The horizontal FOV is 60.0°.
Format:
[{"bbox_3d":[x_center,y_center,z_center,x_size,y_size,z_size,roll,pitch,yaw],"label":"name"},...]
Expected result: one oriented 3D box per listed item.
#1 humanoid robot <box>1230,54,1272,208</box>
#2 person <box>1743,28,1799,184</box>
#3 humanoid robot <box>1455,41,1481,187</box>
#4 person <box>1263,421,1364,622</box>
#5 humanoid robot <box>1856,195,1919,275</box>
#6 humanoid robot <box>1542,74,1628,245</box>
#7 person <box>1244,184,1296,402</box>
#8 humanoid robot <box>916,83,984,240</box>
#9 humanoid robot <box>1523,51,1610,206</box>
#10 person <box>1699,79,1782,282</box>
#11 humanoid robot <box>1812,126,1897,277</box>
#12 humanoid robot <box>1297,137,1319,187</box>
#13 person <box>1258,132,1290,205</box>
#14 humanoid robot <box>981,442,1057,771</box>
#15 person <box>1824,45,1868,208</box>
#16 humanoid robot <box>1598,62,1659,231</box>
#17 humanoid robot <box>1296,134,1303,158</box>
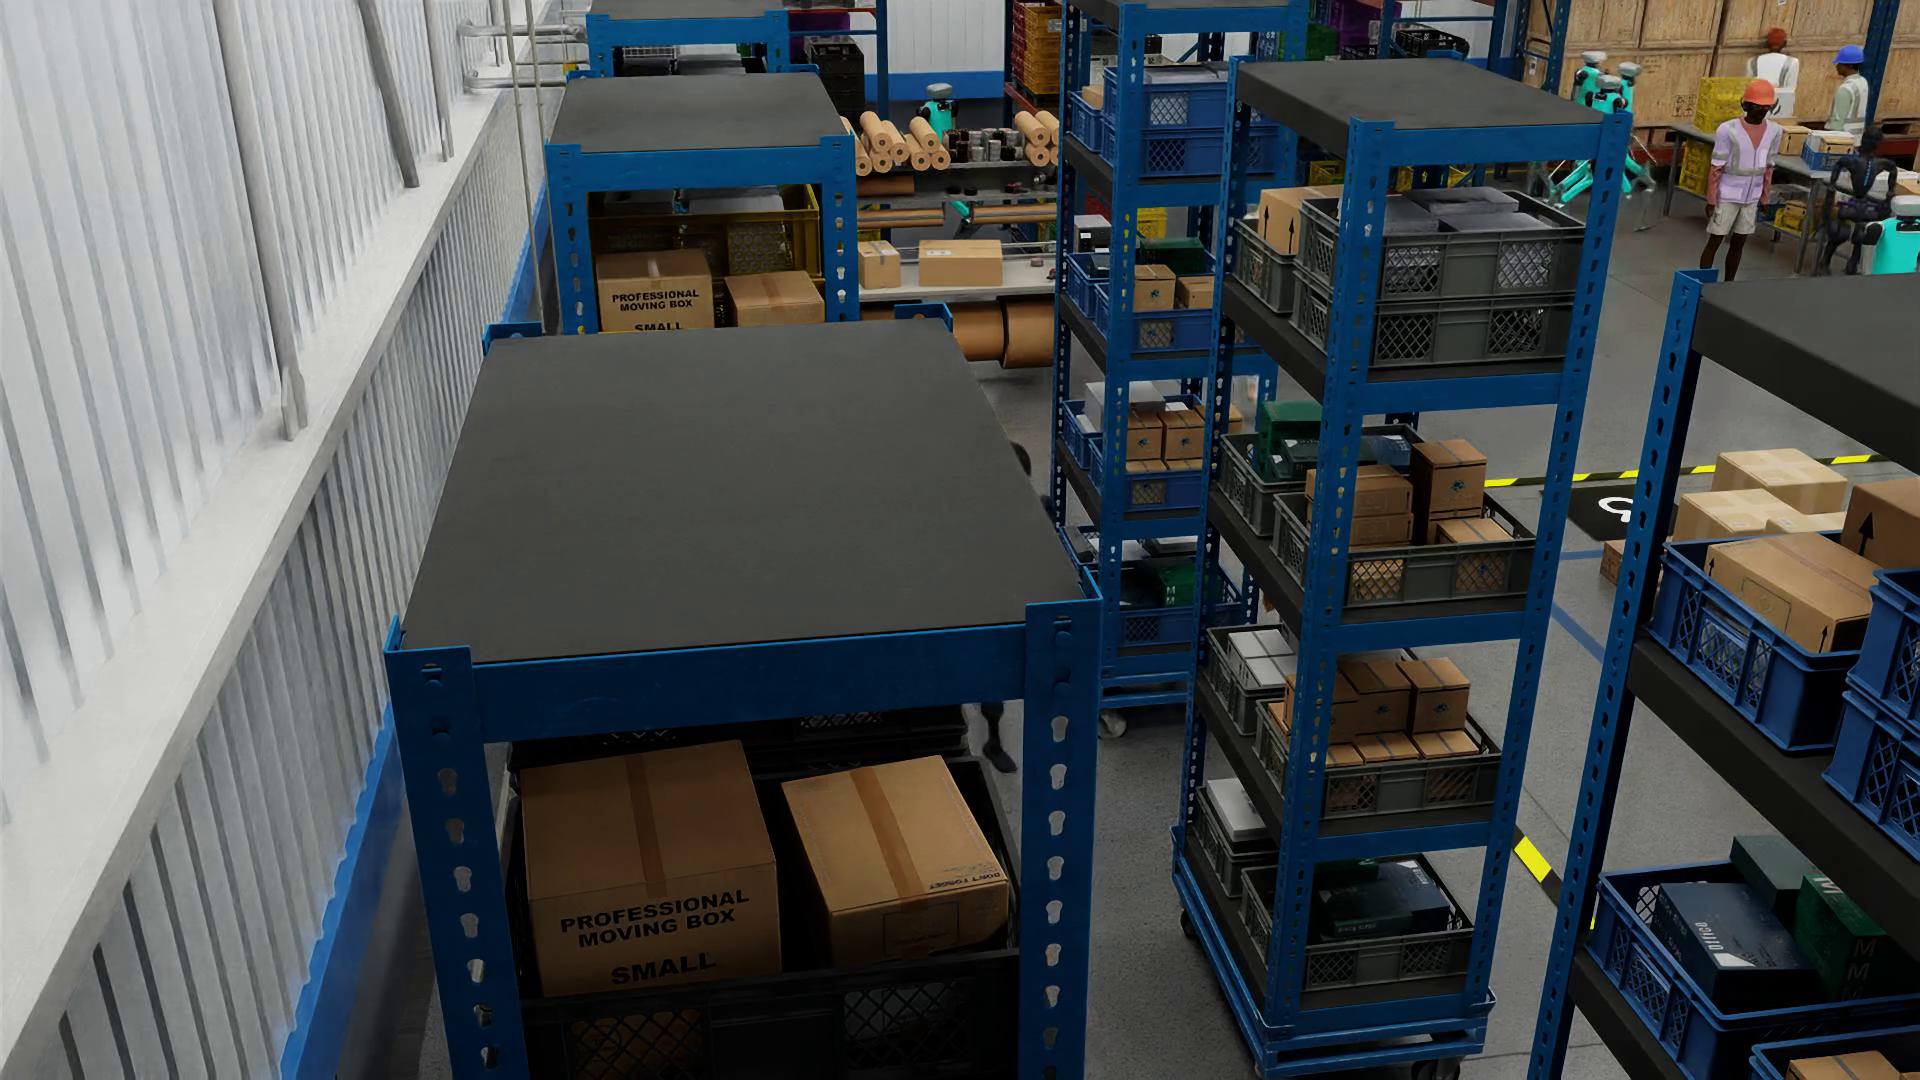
[{"bbox_3d":[3.055,-4.409,18.194,0.791,1.823,0.543,-3,25,-6],"label":"humanoid robot"},{"bbox_3d":[9.210,-4.877,18.977,0.596,1.873,0.451,19,31,36],"label":"person"},{"bbox_3d":[5.762,-4.955,19.363,0.599,1.659,0.315,9,26,19],"label":"humanoid robot"},{"bbox_3d":[1.742,0.202,7.965,0.598,1.850,0.393,-2,25,-3],"label":"person"},{"bbox_3d":[6.638,-1.543,11.735,0.533,1.676,0.735,0,25,0],"label":"humanoid robot"},{"bbox_3d":[6.148,-3.759,16.594,0.735,1.689,0.530,-8,26,-17],"label":"humanoid robot"},{"bbox_3d":[2.316,-1.784,12.381,0.687,1.765,0.996,-5,25,-12],"label":"person"},{"bbox_3d":[-0.023,-3.517,16.029,0.735,1.675,0.533,19,31,36],"label":"humanoid robot"},{"bbox_3d":[6.594,-4.512,18.378,0.588,1.792,0.857,-19,31,-35],"label":"humanoid robot"},{"bbox_3d":[6.960,-3.070,14.852,0.607,2.044,0.367,-3,25,-7],"label":"person"},{"bbox_3d":[7.929,-2.826,14.753,0.589,1.641,0.425,7,26,14],"label":"humanoid robot"},{"bbox_3d":[3.836,-4.464,18.351,0.614,1.634,0.599,-2,25,-5],"label":"humanoid robot"},{"bbox_3d":[3.469,-4.553,18.363,0.638,1.796,0.600,10,26,20],"label":"person"},{"bbox_3d":[0.160,0.271,8.030,0.600,1.634,0.581,-12,27,-25],"label":"humanoid robot"},{"bbox_3d":[9.224,-4.195,17.449,0.471,1.924,0.615,21,32,39],"label":"person"},{"bbox_3d":[7.080,-4.065,17.401,0.877,1.784,0.552,16,29,31],"label":"humanoid robot"},{"bbox_3d":[3.740,-4.560,18.519,0.349,1.642,0.595,4,25,8],"label":"humanoid robot"}]
